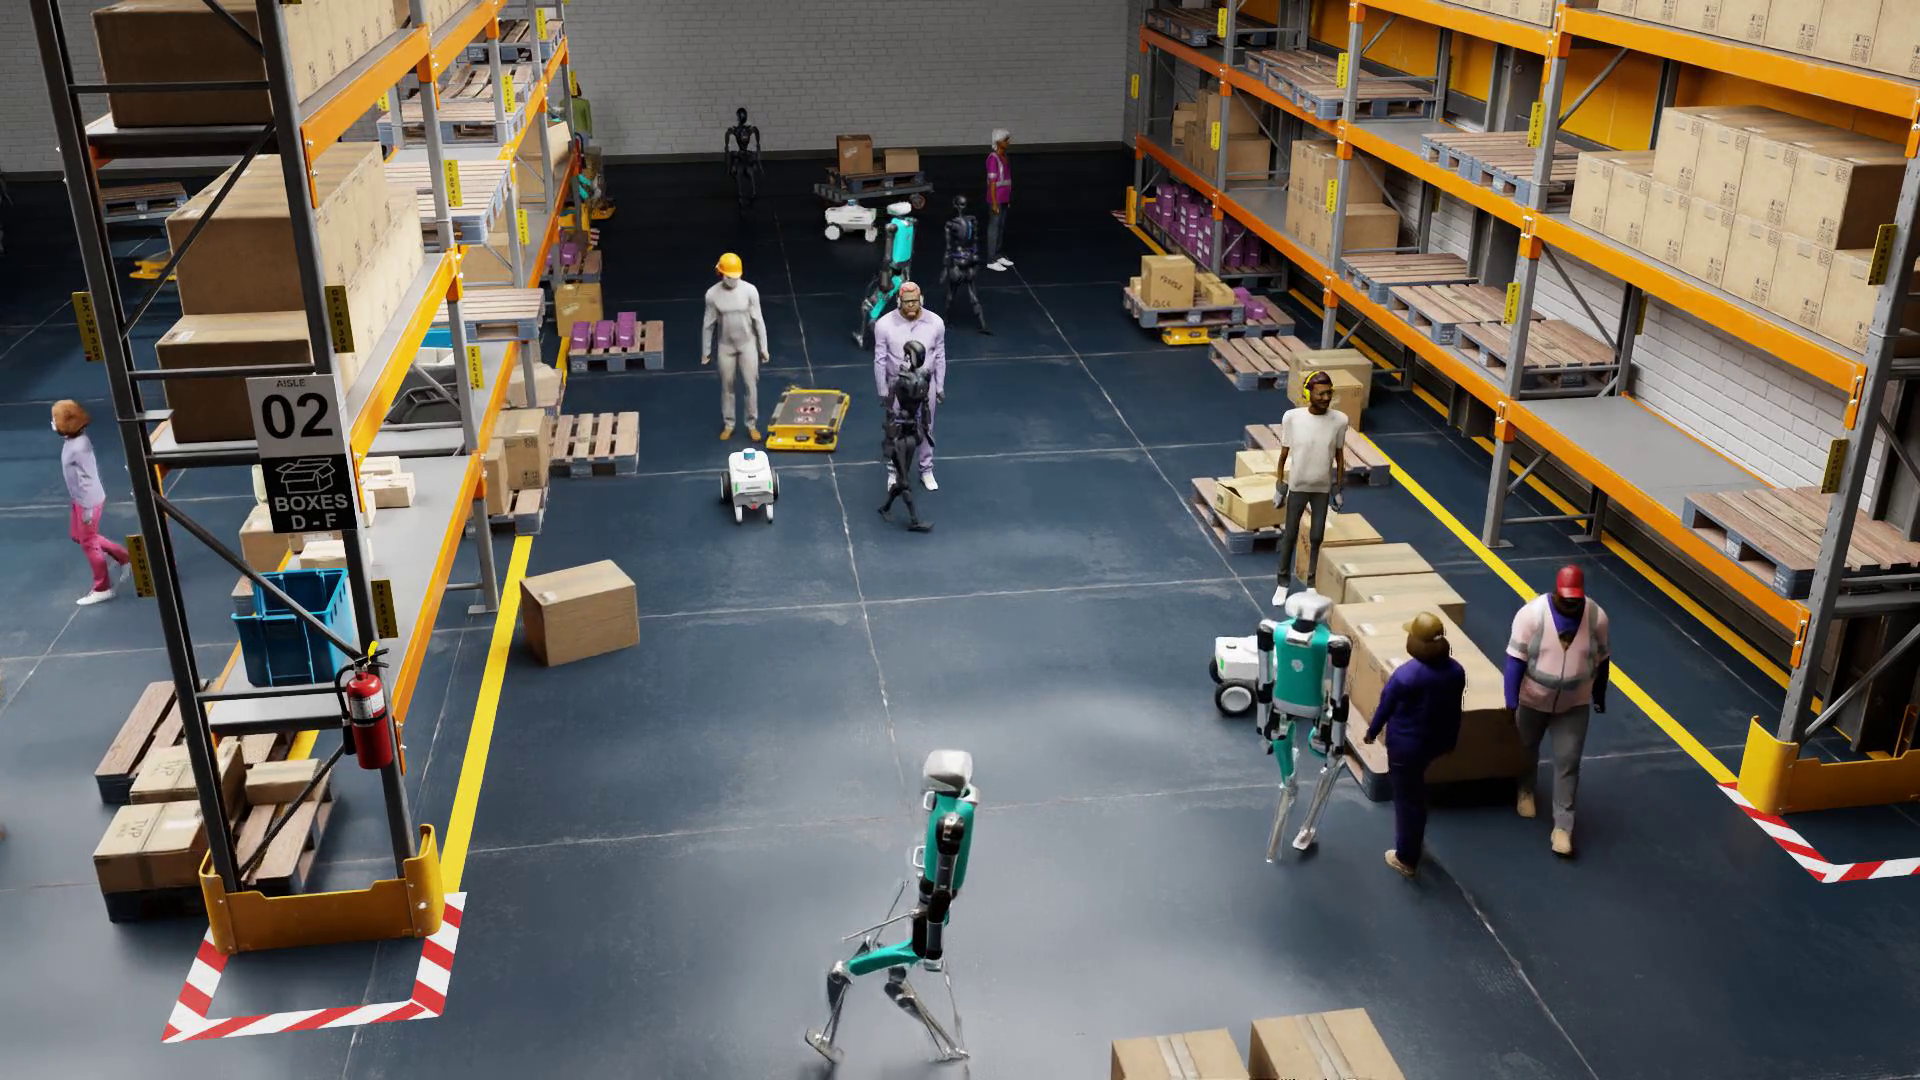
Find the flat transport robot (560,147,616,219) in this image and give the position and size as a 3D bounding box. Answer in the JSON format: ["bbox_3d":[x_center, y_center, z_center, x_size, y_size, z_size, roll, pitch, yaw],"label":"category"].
[{"bbox_3d":[-5.954,-4.979,25.022,1.431,0.231,0.659,-1,24,-2],"label":"flat transport robot"}]

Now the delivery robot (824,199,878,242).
[{"bbox_3d":[-1.568,-4.536,23.668,0.794,0.603,0.499,2,24,4],"label":"delivery robot"}]

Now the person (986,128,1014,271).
[{"bbox_3d":[0.528,-4.508,21.984,0.337,1.848,0.511,8,25,18],"label":"person"}]

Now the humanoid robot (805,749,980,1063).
[{"bbox_3d":[-0.398,1.772,7.844,0.967,1.772,0.541,2,24,4],"label":"humanoid robot"}]

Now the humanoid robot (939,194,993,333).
[{"bbox_3d":[0.038,-3.195,19.268,0.771,1.629,0.600,19,30,37],"label":"humanoid robot"}]

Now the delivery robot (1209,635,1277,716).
[{"bbox_3d":[2.060,0.883,11.334,0.785,0.614,0.511,1,24,3],"label":"delivery robot"}]

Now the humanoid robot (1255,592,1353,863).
[{"bbox_3d":[1.999,1.045,9.495,0.539,1.804,0.762,13,27,27],"label":"humanoid robot"}]

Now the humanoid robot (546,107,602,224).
[{"bbox_3d":[-5.521,-5.350,24.117,0.820,1.820,0.535,1,24,3],"label":"humanoid robot"}]

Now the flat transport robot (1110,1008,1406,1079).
[{"bbox_3d":[1.219,2.895,7.082,0.659,0.231,1.431,-4,24,-9],"label":"flat transport robot"}]

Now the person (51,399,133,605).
[{"bbox_3d":[-6.642,-0.304,12.674,0.430,1.618,0.520,-15,28,-30],"label":"person"}]

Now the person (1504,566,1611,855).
[{"bbox_3d":[3.468,0.964,9.674,0.617,1.717,0.828,5,24,12],"label":"person"}]

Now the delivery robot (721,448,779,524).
[{"bbox_3d":[-1.821,-0.506,14.476,0.499,0.595,0.792,-4,24,-10],"label":"delivery robot"}]

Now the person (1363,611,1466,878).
[{"bbox_3d":[2.555,1.126,9.432,0.449,1.600,0.497,-11,26,-23],"label":"person"}]

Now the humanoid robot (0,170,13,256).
[{"bbox_3d":[-13.358,-4.746,22.770,0.611,1.627,0.747,-13,27,-28],"label":"humanoid robot"}]

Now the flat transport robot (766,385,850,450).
[{"bbox_3d":[-1.490,-1.210,16.435,0.659,0.231,1.431,1,24,2],"label":"flat transport robot"}]

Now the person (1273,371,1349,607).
[{"bbox_3d":[2.635,-0.378,12.542,0.527,1.876,0.318,2,24,5],"label":"person"}]

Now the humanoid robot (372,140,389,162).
[{"bbox_3d":[-7.765,-4.572,22.345,0.449,1.631,0.617,7,25,15],"label":"humanoid robot"}]

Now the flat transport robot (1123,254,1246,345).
[{"bbox_3d":[2.585,-2.579,19.554,0.659,0.231,1.431,-3,24,-7],"label":"flat transport robot"}]

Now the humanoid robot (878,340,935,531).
[{"bbox_3d":[-0.453,-0.895,14.015,0.657,1.635,0.599,17,29,33],"label":"humanoid robot"}]

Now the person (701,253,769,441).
[{"bbox_3d":[-2.157,-1.832,15.875,0.653,1.875,0.455,-1,24,-3],"label":"person"}]

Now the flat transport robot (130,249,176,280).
[{"bbox_3d":[-10.319,-3.724,22.162,0.659,0.231,1.431,5,24,11],"label":"flat transport robot"}]

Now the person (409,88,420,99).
[{"bbox_3d":[-8.088,-5.973,25.372,0.919,1.799,0.642,5,24,11],"label":"person"}]

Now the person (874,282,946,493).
[{"bbox_3d":[-0.432,-1.345,14.707,0.640,1.908,0.411,-5,24,-11],"label":"person"}]

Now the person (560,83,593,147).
[{"bbox_3d":[-6.246,-6.651,27.144,0.497,1.627,0.284,-1,24,-3],"label":"person"}]

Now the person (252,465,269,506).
[{"bbox_3d":[-5.849,-0.987,14.077,0.325,1.752,0.561,7,25,16],"label":"person"}]

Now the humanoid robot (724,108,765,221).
[{"bbox_3d":[-3.202,-5.563,24.602,0.610,1.640,0.400,-10,26,-22],"label":"humanoid robot"}]

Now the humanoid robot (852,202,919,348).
[{"bbox_3d":[-0.942,-2.907,18.517,0.956,1.779,0.550,14,27,29],"label":"humanoid robot"}]
